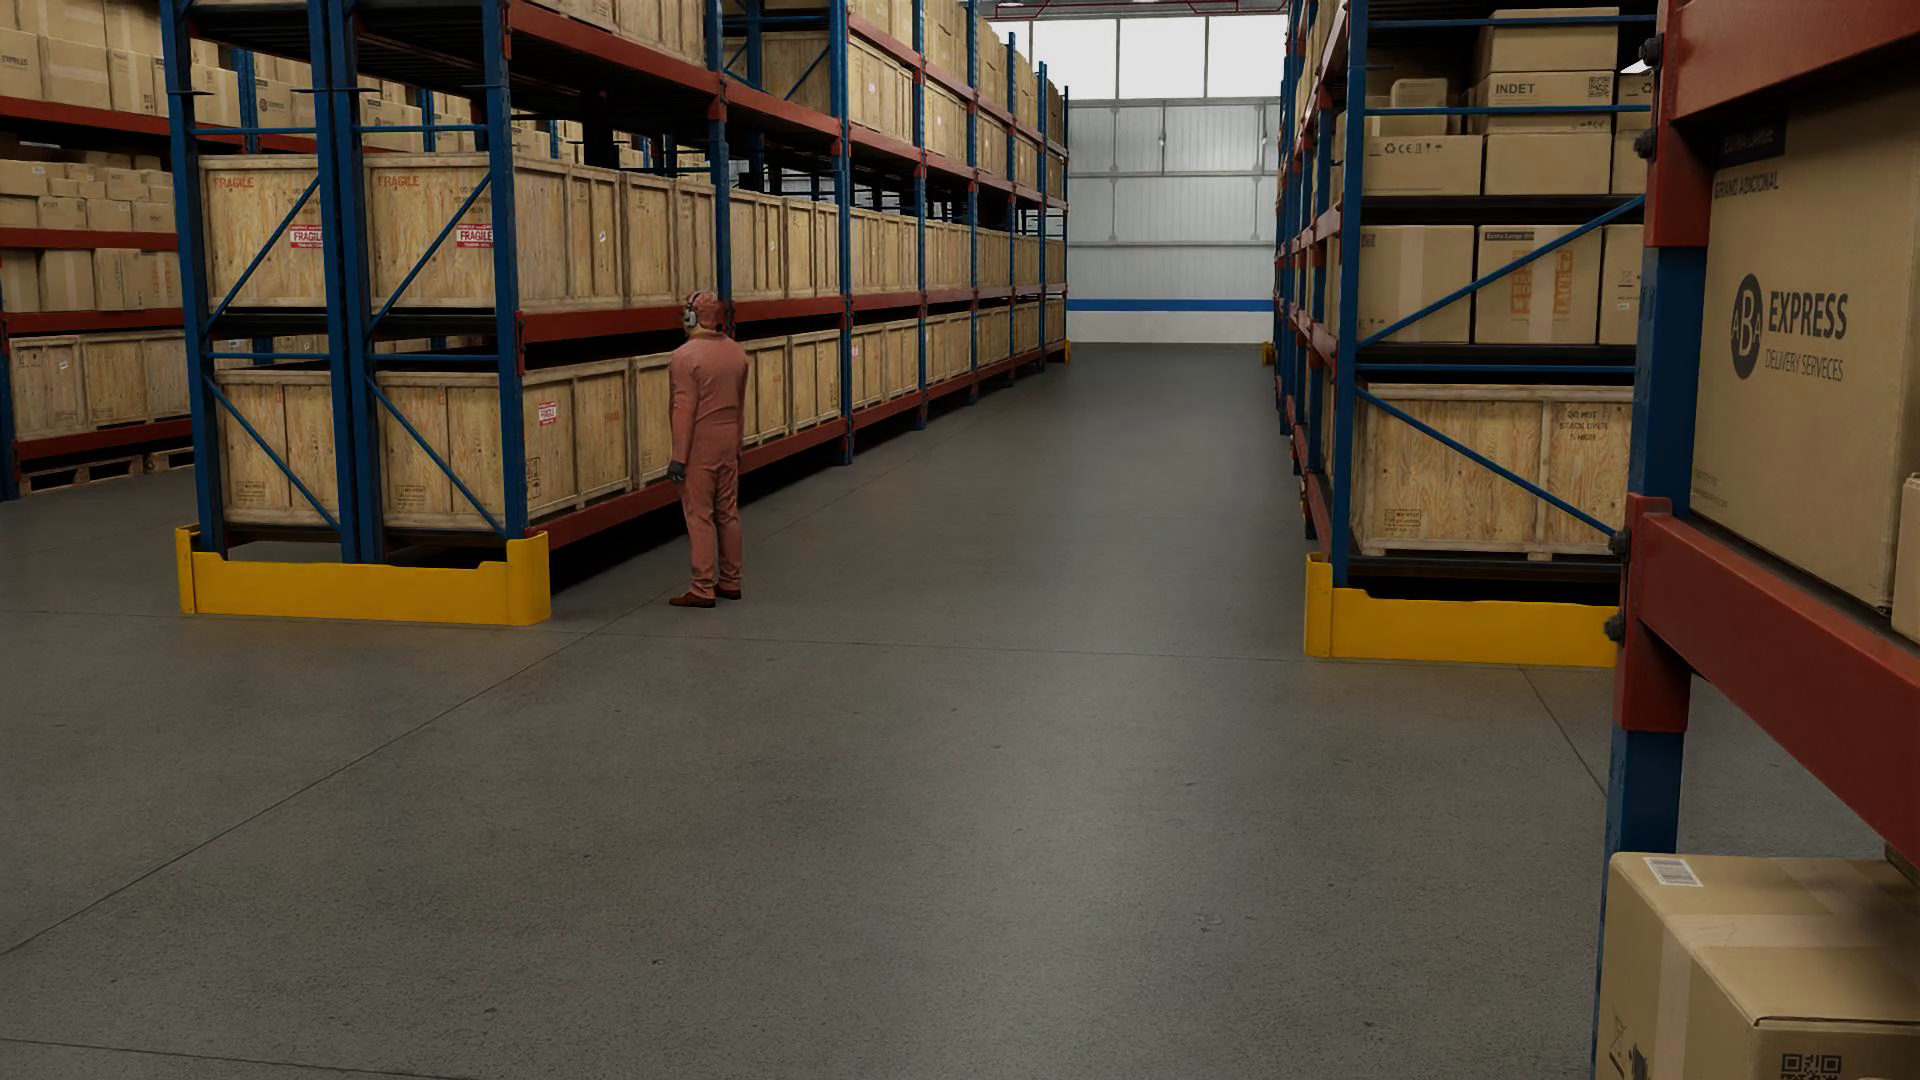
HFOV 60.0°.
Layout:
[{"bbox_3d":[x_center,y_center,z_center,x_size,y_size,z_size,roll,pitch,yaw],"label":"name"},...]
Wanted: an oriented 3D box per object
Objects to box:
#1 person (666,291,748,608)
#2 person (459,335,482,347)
[{"bbox_3d":[-1.561,-0.547,10.092,0.407,1.906,0.655,5,10,28],"label":"person"},{"bbox_3d":[-5.149,-1.850,18.178,0.639,1.910,0.407,-5,10,-26],"label":"person"}]
